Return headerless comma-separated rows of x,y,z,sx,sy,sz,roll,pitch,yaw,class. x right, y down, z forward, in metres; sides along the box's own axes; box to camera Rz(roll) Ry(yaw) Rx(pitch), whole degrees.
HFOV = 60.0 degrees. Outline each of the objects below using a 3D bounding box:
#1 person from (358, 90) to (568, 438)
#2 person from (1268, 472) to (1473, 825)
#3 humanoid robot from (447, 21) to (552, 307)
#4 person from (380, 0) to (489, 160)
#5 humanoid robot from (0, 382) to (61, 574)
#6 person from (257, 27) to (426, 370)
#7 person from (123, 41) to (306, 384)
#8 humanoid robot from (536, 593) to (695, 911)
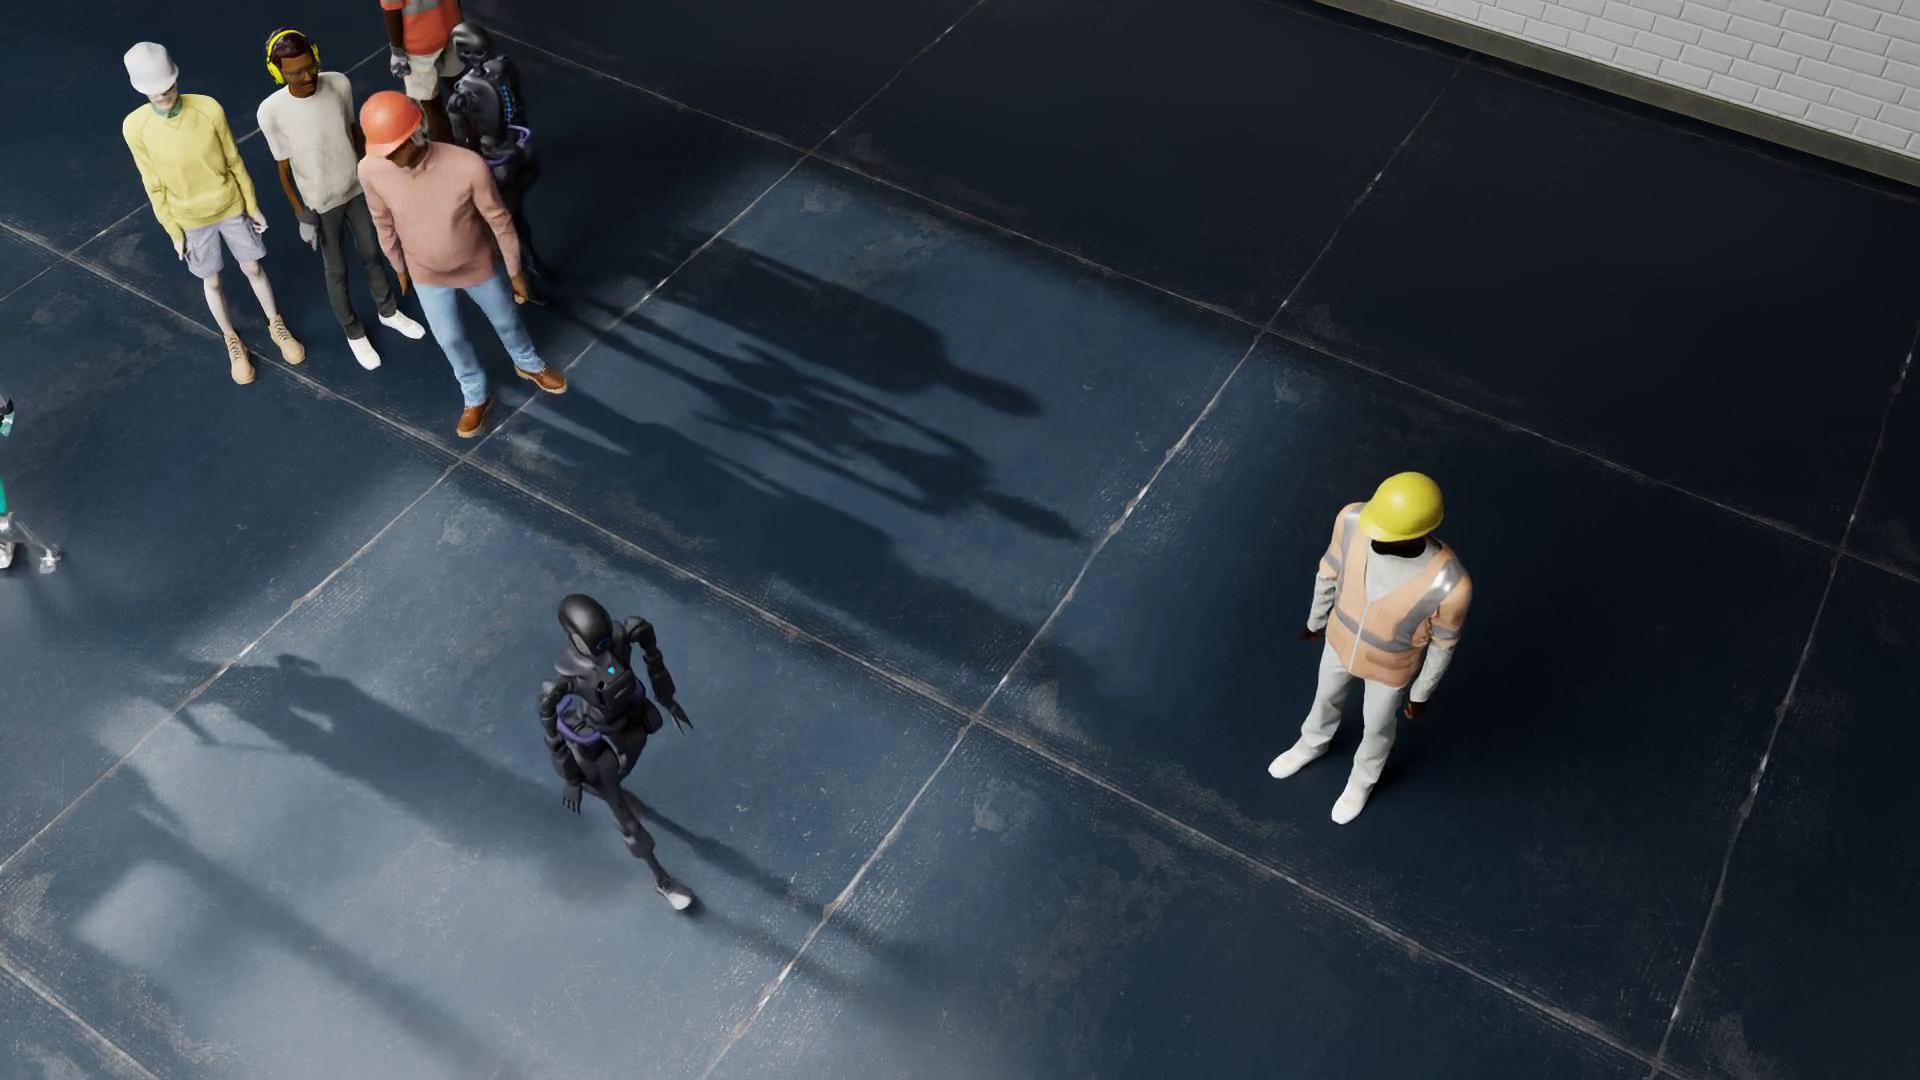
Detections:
-2.372,-1.339,7.870,0.677,1.963,0.614,-4,49,-3,person
1.564,0.420,6.350,0.378,1.923,0.590,-36,58,-27,person
-2.399,-1.909,8.549,0.397,1.658,0.589,18,51,15,humanoid robot
-2.947,-2.831,9.176,0.384,1.952,0.611,16,51,14,person
-4.414,-0.440,7.208,0.530,1.777,0.685,-8,49,-7,humanoid robot
-3.064,-1.692,8.231,0.335,1.873,0.517,33,57,26,person
-3.673,-1.606,8.144,0.473,1.892,0.394,-25,53,-20,person
-1.284,0.730,6.273,0.778,1.622,0.585,33,57,25,humanoid robot
